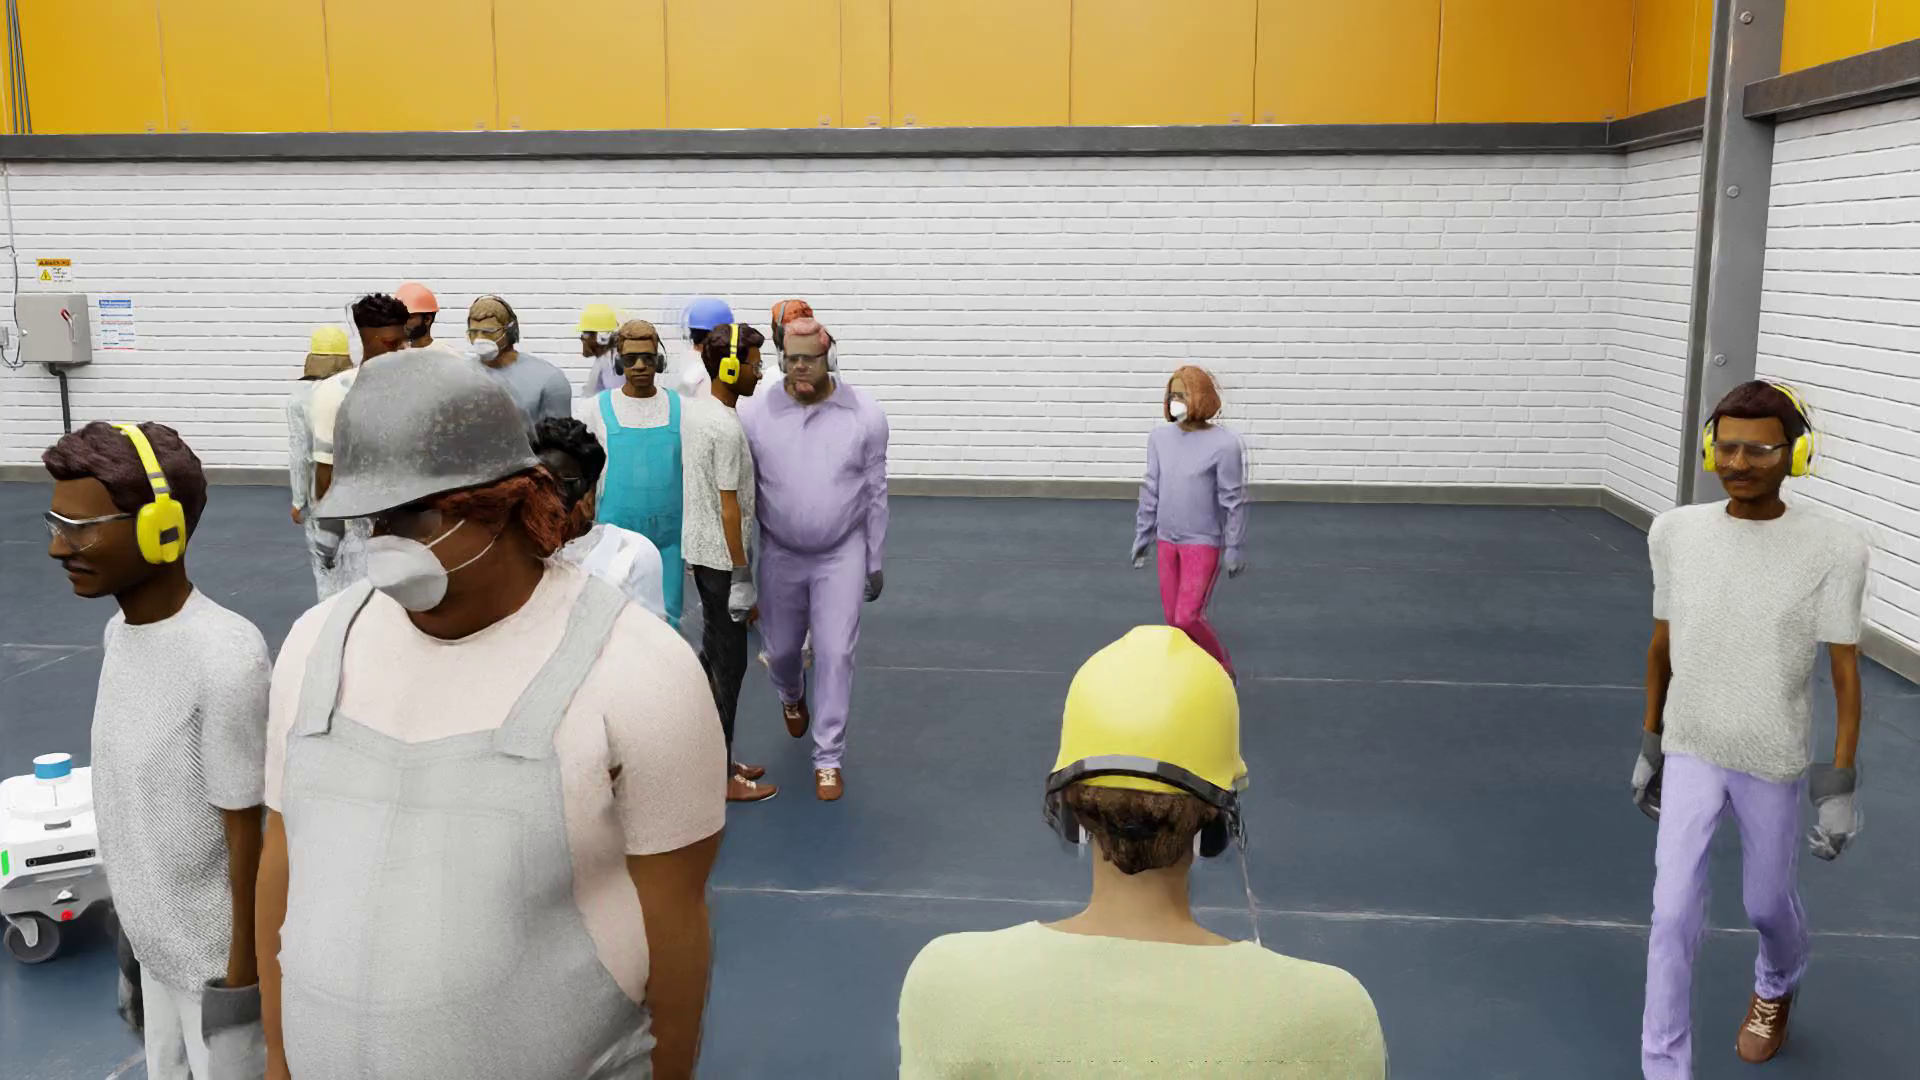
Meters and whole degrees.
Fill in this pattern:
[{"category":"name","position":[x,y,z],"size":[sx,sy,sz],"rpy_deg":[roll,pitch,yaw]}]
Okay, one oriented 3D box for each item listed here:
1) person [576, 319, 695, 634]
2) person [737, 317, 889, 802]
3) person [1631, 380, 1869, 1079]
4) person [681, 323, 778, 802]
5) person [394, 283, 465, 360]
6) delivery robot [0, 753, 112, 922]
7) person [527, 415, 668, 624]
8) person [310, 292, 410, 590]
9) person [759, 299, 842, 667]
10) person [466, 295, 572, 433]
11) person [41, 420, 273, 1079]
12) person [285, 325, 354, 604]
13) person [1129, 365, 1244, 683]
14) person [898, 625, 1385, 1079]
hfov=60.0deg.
[{"category":"person","position":[-1.317,0.010,6.912],"size":[0.506,1.845,0.342],"rpy_deg":[-4,11,-22]},{"category":"person","position":[-0.606,0.039,6.698],"size":[0.650,1.881,0.808],"rpy_deg":[0,10,-1]},{"category":"person","position":[1.928,0.515,4.074],"size":[0.530,1.839,0.910],"rpy_deg":[8,13,37]},{"category":"person","position":[-0.892,0.097,6.408],"size":[0.344,1.856,0.526],"rpy_deg":[-4,11,-22]},{"category":"person","position":[-3.093,-0.506,9.599],"size":[0.543,1.939,0.360],"rpy_deg":[4,11,23]},{"category":"delivery robot","position":[-2.808,0.910,5.183],"size":[0.477,0.478,0.707],"rpy_deg":[-5,11,-29]},{"category":"person","position":[-1.046,0.511,4.469],"size":[0.532,1.698,0.319],"rpy_deg":[0,10,2]},{"category":"person","position":[-2.621,-0.118,7.358],"size":[0.561,1.947,0.621],"rpy_deg":[4,11,22]},{"category":"person","position":[-0.821,-0.289,8.530],"size":[0.352,1.880,0.576],"rpy_deg":[6,12,33]},{"category":"person","position":[-2.065,-0.143,7.568],"size":[0.635,1.929,0.381],"rpy_deg":[1,10,5]},{"category":"person","position":[-1.289,0.725,2.783],"size":[0.506,1.864,0.332],"rpy_deg":[9,14,43]},{"category":"person","position":[-3.207,-0.231,8.585],"size":[0.493,1.743,0.311],"rpy_deg":[-8,12,-37]},{"category":"person","position":[0.996,0.033,7.423],"size":[0.348,1.620,0.508],"rpy_deg":[-8,13,-40]},{"category":"person","position":[0.213,0.946,1.915],"size":[0.557,1.716,0.918],"rpy_deg":[2,10,11]}]
